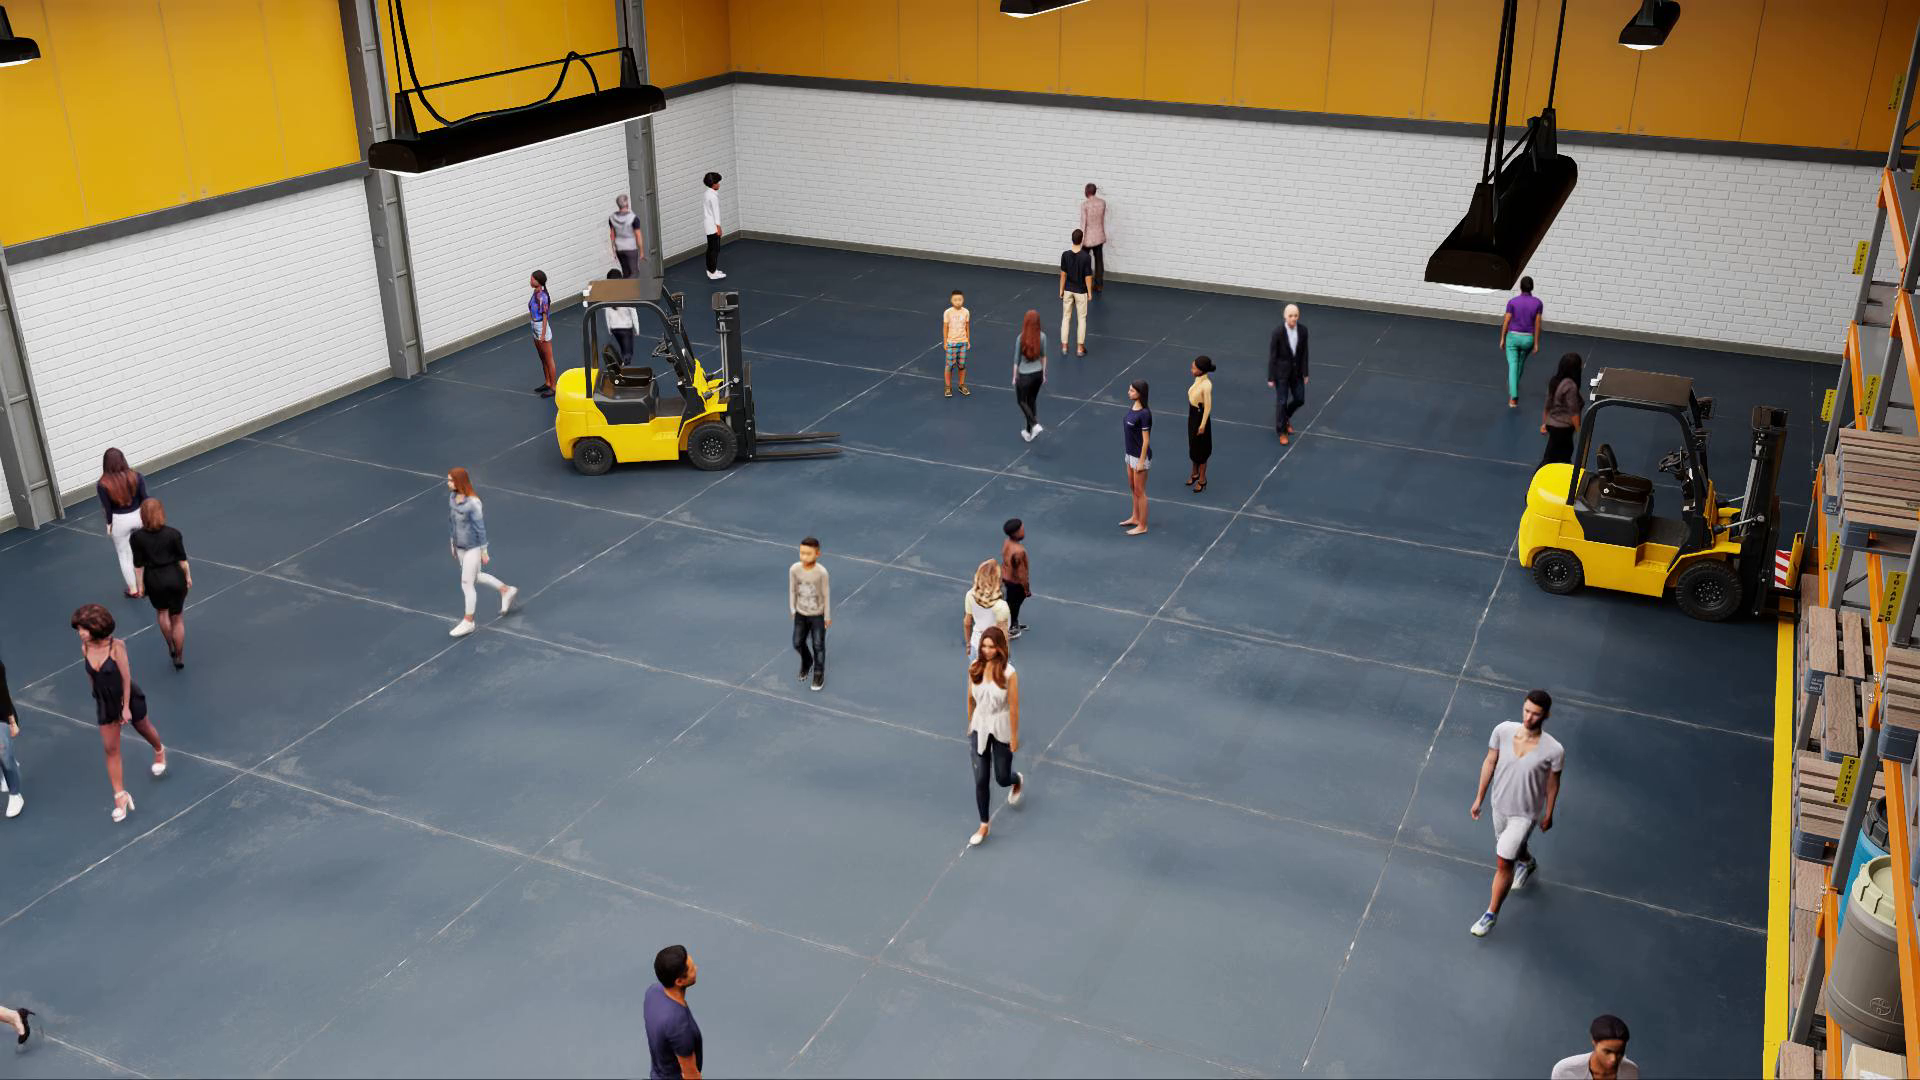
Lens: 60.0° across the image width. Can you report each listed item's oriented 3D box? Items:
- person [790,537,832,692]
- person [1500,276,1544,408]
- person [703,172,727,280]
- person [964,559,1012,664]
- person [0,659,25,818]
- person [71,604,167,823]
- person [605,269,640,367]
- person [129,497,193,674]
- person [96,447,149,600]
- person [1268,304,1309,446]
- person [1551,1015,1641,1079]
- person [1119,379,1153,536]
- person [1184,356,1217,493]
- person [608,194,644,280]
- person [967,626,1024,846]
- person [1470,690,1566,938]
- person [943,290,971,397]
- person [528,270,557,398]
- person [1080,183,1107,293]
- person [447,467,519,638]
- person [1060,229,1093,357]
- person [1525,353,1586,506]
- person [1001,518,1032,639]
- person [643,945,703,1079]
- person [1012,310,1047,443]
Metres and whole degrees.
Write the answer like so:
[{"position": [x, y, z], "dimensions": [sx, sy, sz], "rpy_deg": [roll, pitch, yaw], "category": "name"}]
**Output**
[{"position": [-1.331, 0.638, 15.157], "dimensions": [0.619, 1.455, 0.648], "rpy_deg": [4, 24, 9], "category": "person"}, {"position": [7.499, -2.605, 22.254], "dimensions": [0.879, 1.711, 1.293], "rpy_deg": [4, 24, 9], "category": "person"}, {"position": [-4.251, -5.404, 28.543], "dimensions": [0.771, 1.804, 0.724], "rpy_deg": [-10, 26, -23], "category": "person"}, {"position": [0.236, 0.963, 14.080], "dimensions": [0.678, 1.722, 0.631], "rpy_deg": [18, 30, 36], "category": "person"}, {"position": [-7.685, 1.382, 13.238], "dimensions": [0.787, 1.629, 0.882], "rpy_deg": [-3, 24, -7], "category": "person"}, {"position": [-6.667, 1.287, 13.313], "dimensions": [0.888, 1.741, 1.167], "rpy_deg": [0, 24, -1], "category": "person"}, {"position": [-4.701, -2.874, 22.921], "dimensions": [0.716, 1.671, 1.062], "rpy_deg": [8, 25, 17], "category": "person"}, {"position": [-7.315, 0.448, 15.294], "dimensions": [0.754, 1.692, 0.813], "rpy_deg": [-7, 25, -17], "category": "person"}, {"position": [-8.419, -0.184, 16.844], "dimensions": [0.638, 1.609, 0.753], "rpy_deg": [-17, 29, -34], "category": "person"}, {"position": [4.139, -2.135, 21.081], "dimensions": [0.904, 1.791, 0.958], "rpy_deg": [-5, 24, -11], "category": "person"}, {"position": [3.312, 3.241, 8.846], "dimensions": [0.707, 1.740, 0.699], "rpy_deg": [0, 24, -1], "category": "person"}, {"position": [1.969, -0.923, 18.342], "dimensions": [0.724, 1.765, 0.639], "rpy_deg": [-5, 24, -11], "category": "person"}, {"position": [2.810, -1.373, 19.509], "dimensions": [0.726, 1.654, 0.647], "rpy_deg": [-5, 24, -11], "category": "person"}, {"position": [-5.392, -4.614, 26.735], "dimensions": [0.816, 1.805, 1.125], "rpy_deg": [6, 24, 13], "category": "person"}, {"position": [0.294, 1.463, 12.879], "dimensions": [0.609, 1.767, 0.960], "rpy_deg": [12, 26, 26], "category": "person"}, {"position": [4.025, 1.863, 11.911], "dimensions": [1.342, 1.810, 1.008], "rpy_deg": [-20, 31, -38], "category": "person"}, {"position": [-0.049, -2.716, 22.821], "dimensions": [0.601, 1.461, 0.653], "rpy_deg": [-7, 24, -15], "category": "person"}, {"position": [-5.707, -2.836, 22.745], "dimensions": [0.692, 1.743, 0.668], "rpy_deg": [-13, 27, -28], "category": "person"}, {"position": [2.249, -5.003, 27.650], "dimensions": [0.995, 1.784, 1.039], "rpy_deg": [-10, 26, -22], "category": "person"}, {"position": [-4.684, 0.067, 16.189], "dimensions": [0.812, 1.674, 1.142], "rpy_deg": [20, 30, 38], "category": "person"}, {"position": [1.702, -3.641, 24.451], "dimensions": [0.648, 1.851, 0.570], "rpy_deg": [9, 25, 19], "category": "person"}, {"position": [6.742, -1.224, 18.976], "dimensions": [1.009, 1.808, 1.083], "rpy_deg": [-1, 24, -1], "category": "person"}, {"position": [0.451, 0.389, 15.991], "dimensions": [0.702, 1.242, 0.636], "rpy_deg": [-5, 24, -12], "category": "person"}, {"position": [-1.661, 3.060, 9.246], "dimensions": [1.169, 1.752, 1.088], "rpy_deg": [-9, 25, -20], "category": "person"}, {"position": [0.902, -2.007, 20.863], "dimensions": [0.909, 1.731, 0.957], "rpy_deg": [-9, 25, -21], "category": "person"}]
